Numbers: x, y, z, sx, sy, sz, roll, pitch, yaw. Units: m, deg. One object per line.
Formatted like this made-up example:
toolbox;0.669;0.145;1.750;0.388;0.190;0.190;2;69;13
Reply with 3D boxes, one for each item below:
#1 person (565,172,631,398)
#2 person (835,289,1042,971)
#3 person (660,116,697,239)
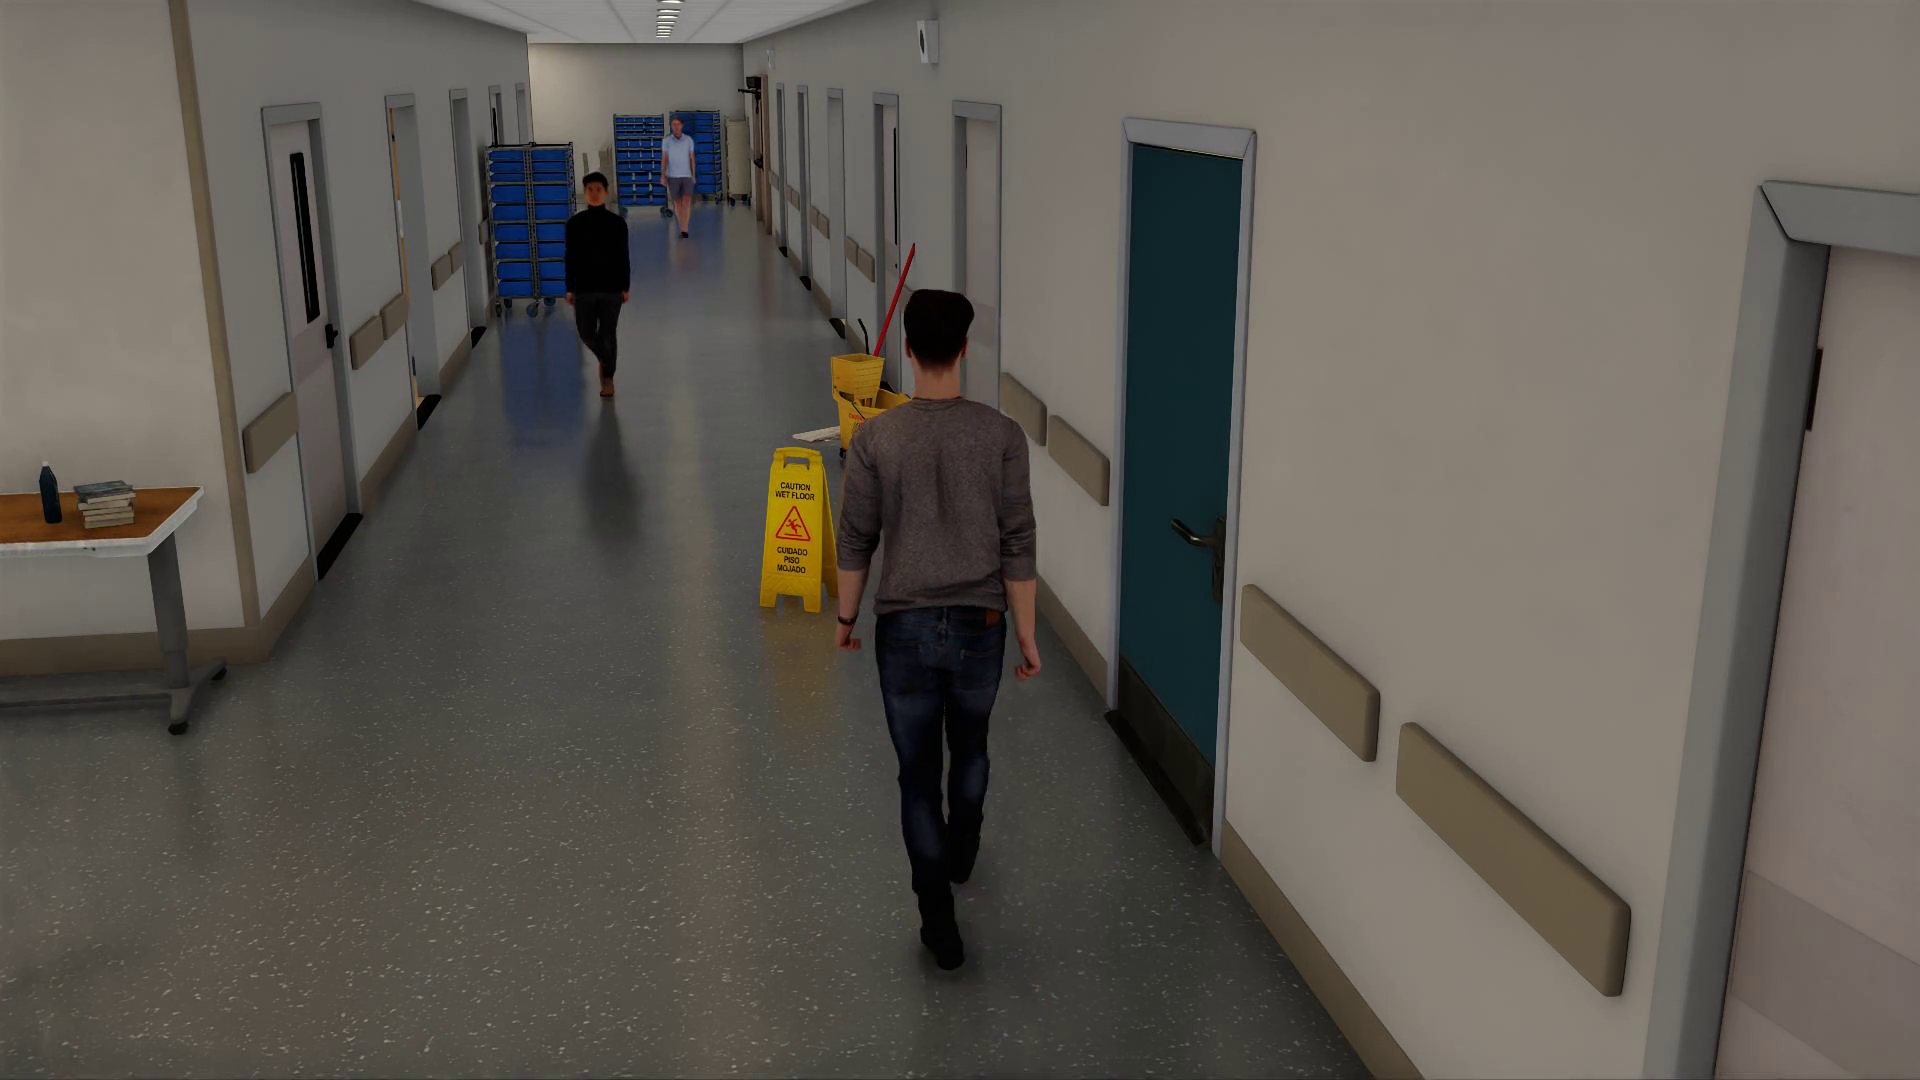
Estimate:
person;-2.830;-1.997;13.029;0.759;1.705;0.998;0;16;1
person;-0.045;0.291;4.589;0.743;1.880;1.017;-2;16;-7
person;-4.250;-5.482;25.246;0.732;1.783;1.162;-1;16;-5
